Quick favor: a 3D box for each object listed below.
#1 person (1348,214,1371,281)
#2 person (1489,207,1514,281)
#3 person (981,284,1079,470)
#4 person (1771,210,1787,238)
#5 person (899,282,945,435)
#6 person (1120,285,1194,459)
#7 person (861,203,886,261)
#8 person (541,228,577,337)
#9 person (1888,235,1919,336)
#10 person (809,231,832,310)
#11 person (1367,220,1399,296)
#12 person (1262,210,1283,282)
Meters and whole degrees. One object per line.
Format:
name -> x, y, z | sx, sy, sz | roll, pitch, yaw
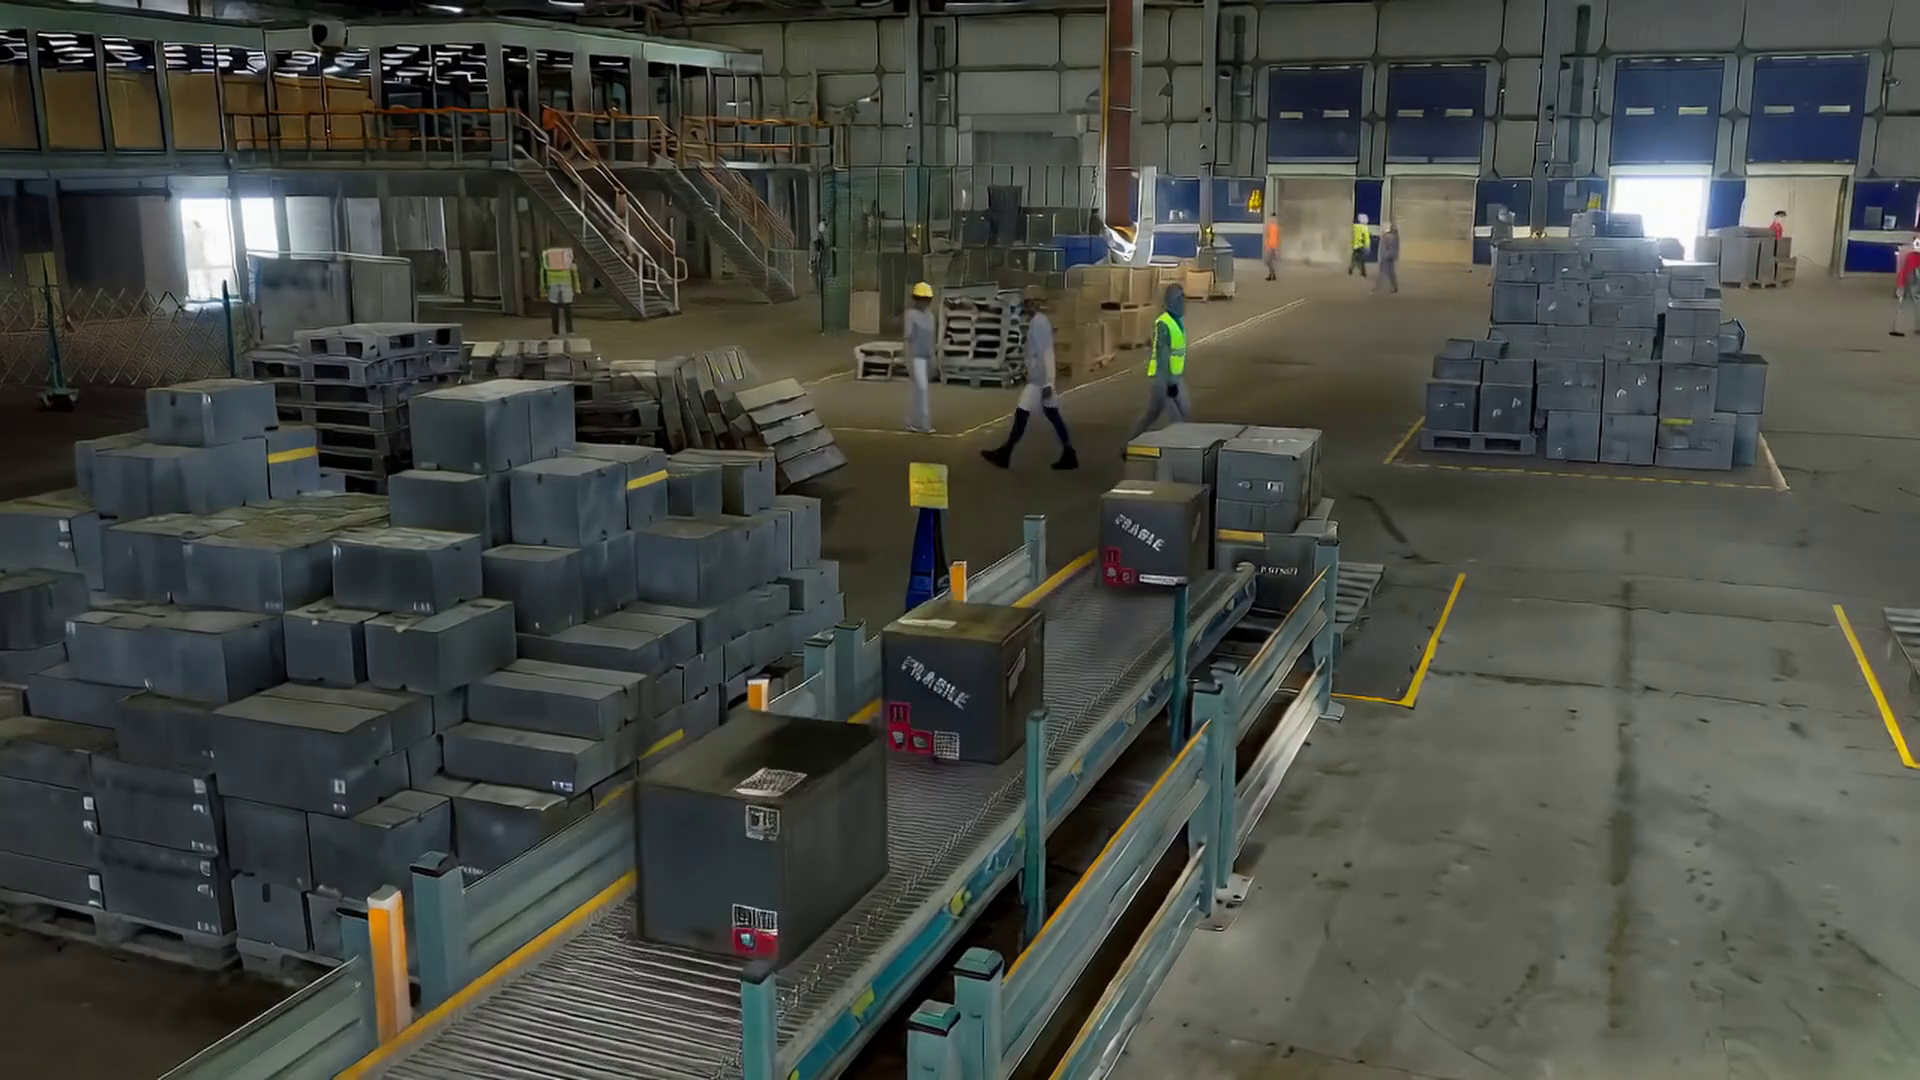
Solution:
person -> 10.990, -8.044, 45.668 | 0.633, 1.817, 0.751 | -10, 16, -37
person -> 14.690, -8.023, 45.173 | 0.623, 1.993, 0.388 | 4, 13, 19
person -> 0.756, -1.638, 16.807 | 1.029, 1.869, 0.561 | 3, 13, 12
person -> 22.499, -8.082, 45.626 | 0.820, 1.897, 0.601 | 2, 13, 10
person -> -0.373, -2.067, 19.020 | 0.764, 1.734, 0.558 | 9, 16, 36
person -> 2.122, -1.673, 16.983 | 1.012, 1.872, 0.598 | 6, 14, 26
person -> -2.942, -10.265, 55.448 | 0.996, 1.904, 0.624 | 4, 13, 19
person -> -7.276, -4.675, 30.226 | 0.613, 1.962, 0.362 | 0, 13, -1
person -> 17.366, -4.596, 30.148 | 0.847, 1.836, 0.562 | 4, 13, 18
person -> -3.006, -5.813, 35.935 | 0.493, 1.700, 0.887 | -1, 13, -6
person -> 10.168, -6.754, 39.903 | 0.889, 1.802, 0.663 | 7, 14, 27
person -> 8.447, -7.952, 45.014 | 0.573, 1.926, 0.459 | -4, 13, -16
